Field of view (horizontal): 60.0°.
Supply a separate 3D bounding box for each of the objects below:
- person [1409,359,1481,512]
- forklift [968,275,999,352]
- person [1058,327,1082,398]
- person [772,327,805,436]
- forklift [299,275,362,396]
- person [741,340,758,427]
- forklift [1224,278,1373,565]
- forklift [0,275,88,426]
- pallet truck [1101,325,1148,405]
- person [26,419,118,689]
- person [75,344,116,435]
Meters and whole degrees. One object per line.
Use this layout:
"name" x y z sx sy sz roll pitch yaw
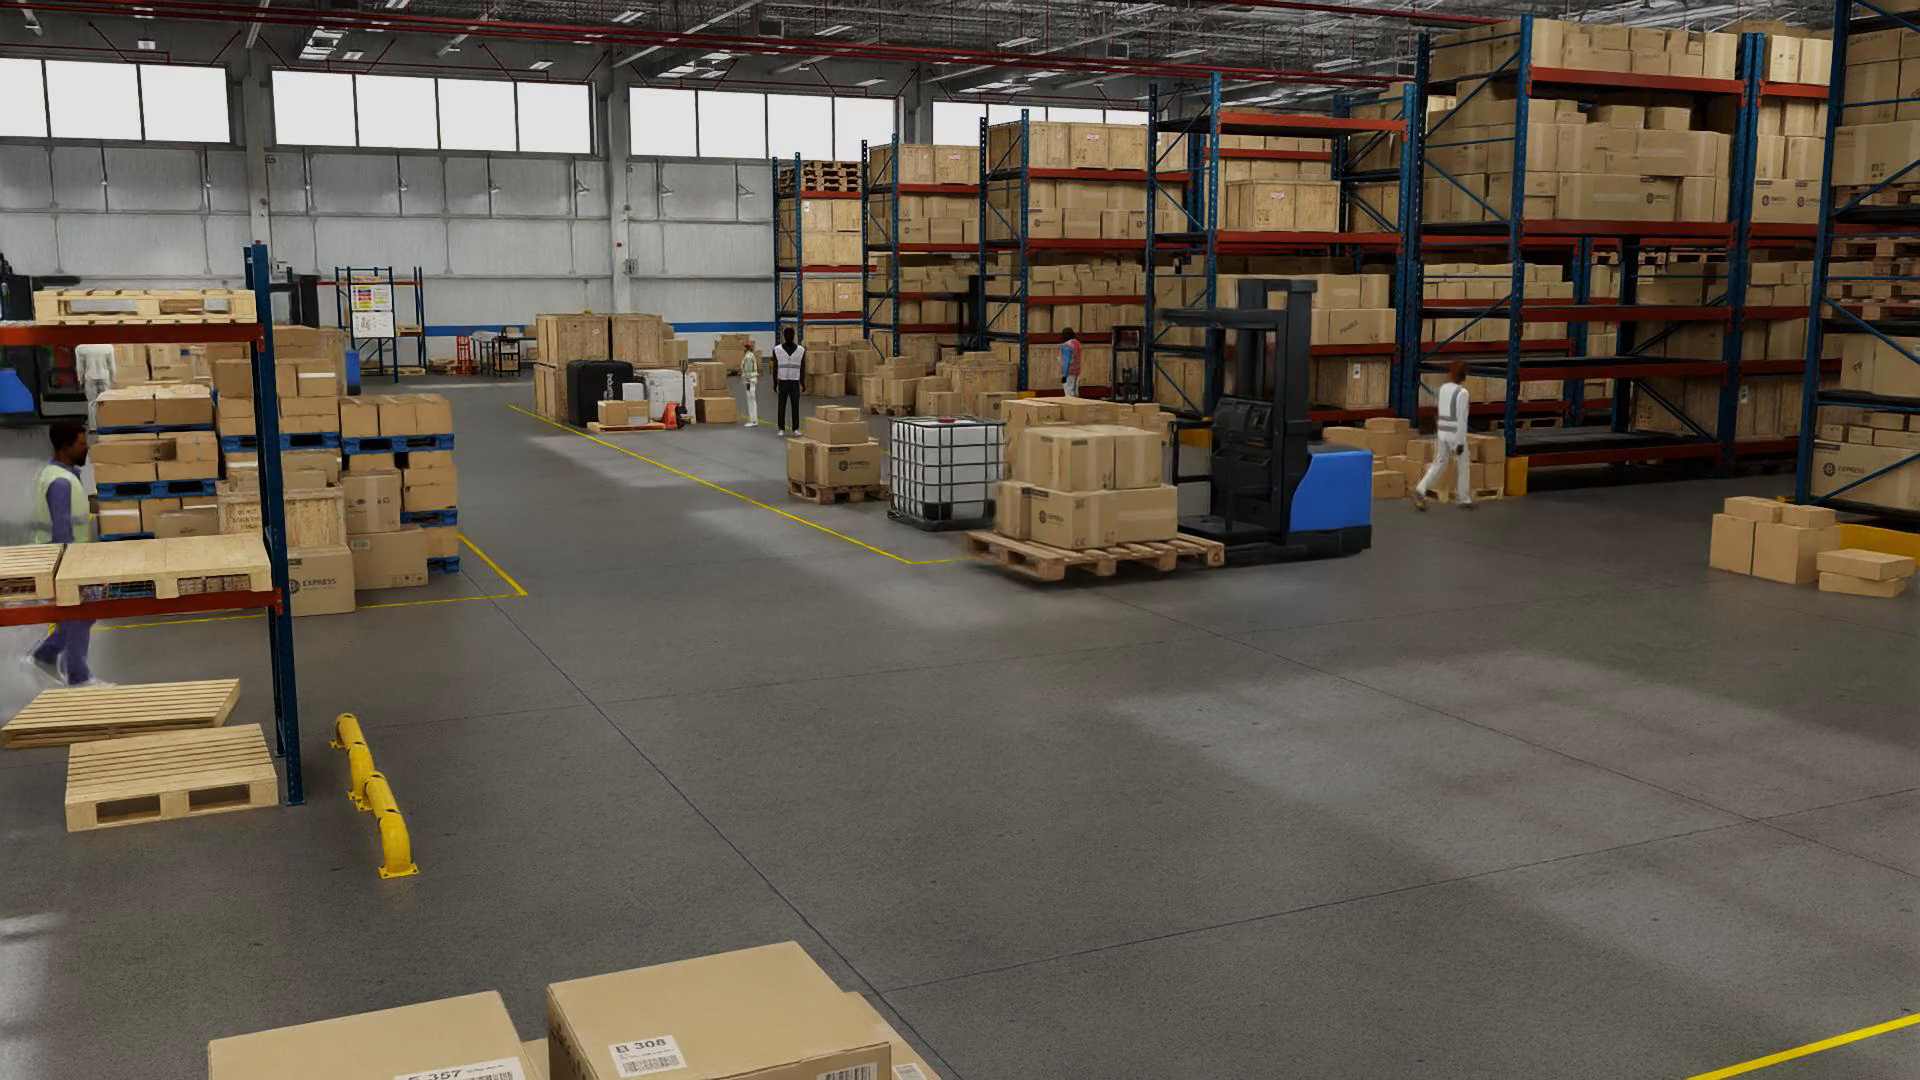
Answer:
"person" 5.869 -1.249 20.032 0.886 1.855 0.587 -3 10 -19
"forklift" 0.528 -4.559 37.374 1.873 2.768 1.129 -4 10 -25
"person" 2.110 -3.192 32.129 0.430 1.837 0.624 5 10 26
"person" -3.021 -2.796 29.403 0.593 1.922 0.391 -2 9 -14
"forklift" -14.675 -4.612 37.701 1.873 2.768 1.129 -4 10 -25
"person" -3.949 -2.940 31.190 0.312 1.632 0.514 -1 9 -5
"forklift" 3.182 -1.255 16.875 1.873 2.768 1.129 -4 10 -25
"forklift" -17.437 -3.527 30.970 1.873 2.768 1.129 -4 10 -25
"pallet truck" 2.881 -2.596 27.923 0.823 1.965 1.885 -1 9 -7
"person" -6.083 0.121 11.353 0.460 1.902 0.595 -4 10 -24
"person" -15.358 -2.836 29.596 0.636 1.939 0.364 -6 11 -32
